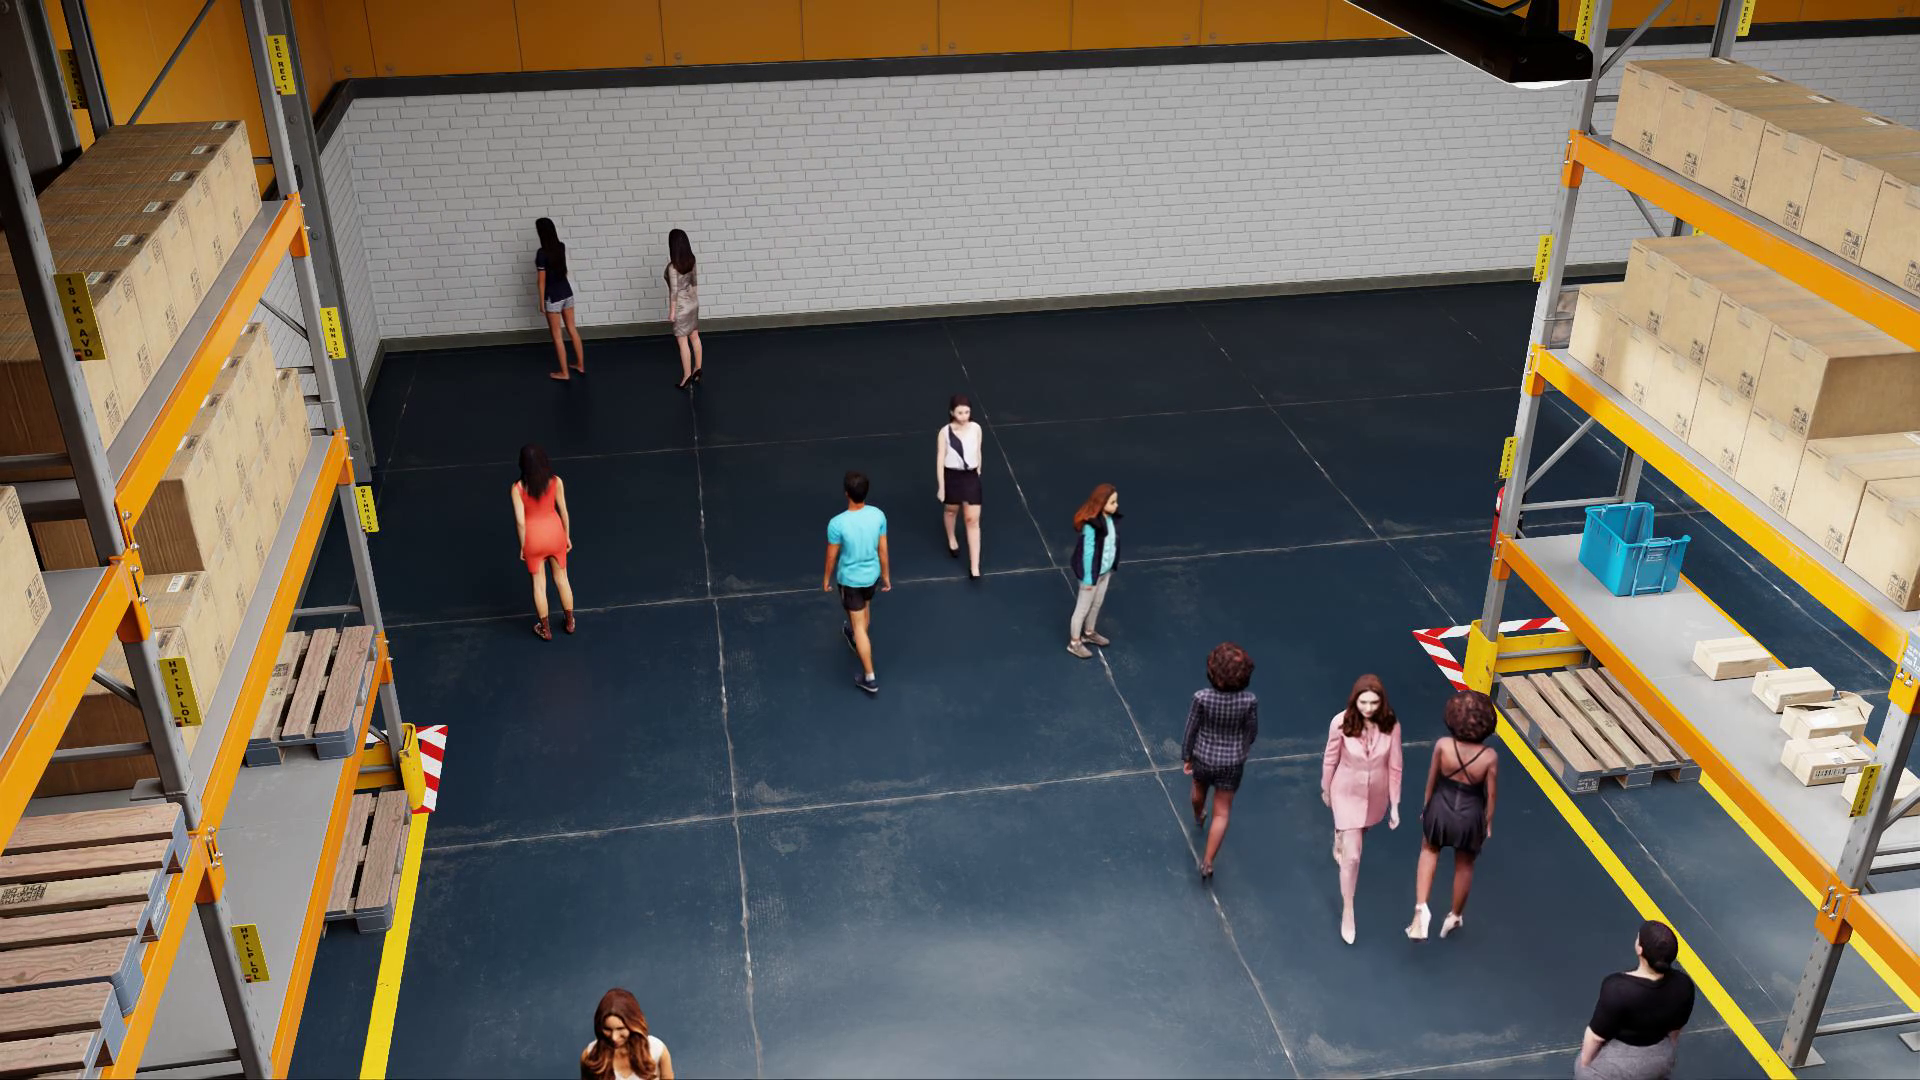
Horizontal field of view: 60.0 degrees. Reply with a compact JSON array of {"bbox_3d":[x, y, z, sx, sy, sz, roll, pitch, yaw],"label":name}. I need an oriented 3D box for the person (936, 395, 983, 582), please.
[{"bbox_3d":[-0.030,-0.495,14.201,0.653,1.602,1.110,-8,30,-14],"label":"person"}]

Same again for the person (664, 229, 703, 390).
[{"bbox_3d":[-2.923,-2.454,17.641,0.724,1.747,0.632,13,31,23],"label":"person"}]

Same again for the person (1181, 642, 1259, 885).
[{"bbox_3d":[1.642,1.466,10.534,0.832,1.672,1.042,4,29,8],"label":"person"}]

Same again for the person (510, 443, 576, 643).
[{"bbox_3d":[-3.289,0.010,13.153,0.651,1.719,0.637,-16,32,-26],"label":"person"}]

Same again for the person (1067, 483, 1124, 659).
[{"bbox_3d":[1.042,0.221,13.002,0.743,1.493,0.686,20,35,33],"label":"person"}]

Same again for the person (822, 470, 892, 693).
[{"bbox_3d":[-0.727,0.345,12.516,0.868,1.740,1.121,-15,32,-26],"label":"person"}]

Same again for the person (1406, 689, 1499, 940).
[{"bbox_3d":[2.934,1.727,9.951,0.804,1.771,0.890,14,32,25],"label":"person"}]

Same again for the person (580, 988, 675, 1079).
[{"bbox_3d":[-1.545,2.829,7.918,0.602,1.784,0.531,-3,29,-6],"label":"person"}]

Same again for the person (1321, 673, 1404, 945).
[{"bbox_3d":[2.462,1.543,10.303,0.713,1.757,1.165,-1,29,-2],"label":"person"}]

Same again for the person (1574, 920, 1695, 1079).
[{"bbox_3d":[3.350,2.672,8.253,0.648,1.739,0.938,-5,29,-9],"label":"person"}]

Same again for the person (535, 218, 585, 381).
[{"bbox_3d":[-4.322,-2.598,17.893,0.732,1.759,0.666,17,33,28],"label":"person"}]
